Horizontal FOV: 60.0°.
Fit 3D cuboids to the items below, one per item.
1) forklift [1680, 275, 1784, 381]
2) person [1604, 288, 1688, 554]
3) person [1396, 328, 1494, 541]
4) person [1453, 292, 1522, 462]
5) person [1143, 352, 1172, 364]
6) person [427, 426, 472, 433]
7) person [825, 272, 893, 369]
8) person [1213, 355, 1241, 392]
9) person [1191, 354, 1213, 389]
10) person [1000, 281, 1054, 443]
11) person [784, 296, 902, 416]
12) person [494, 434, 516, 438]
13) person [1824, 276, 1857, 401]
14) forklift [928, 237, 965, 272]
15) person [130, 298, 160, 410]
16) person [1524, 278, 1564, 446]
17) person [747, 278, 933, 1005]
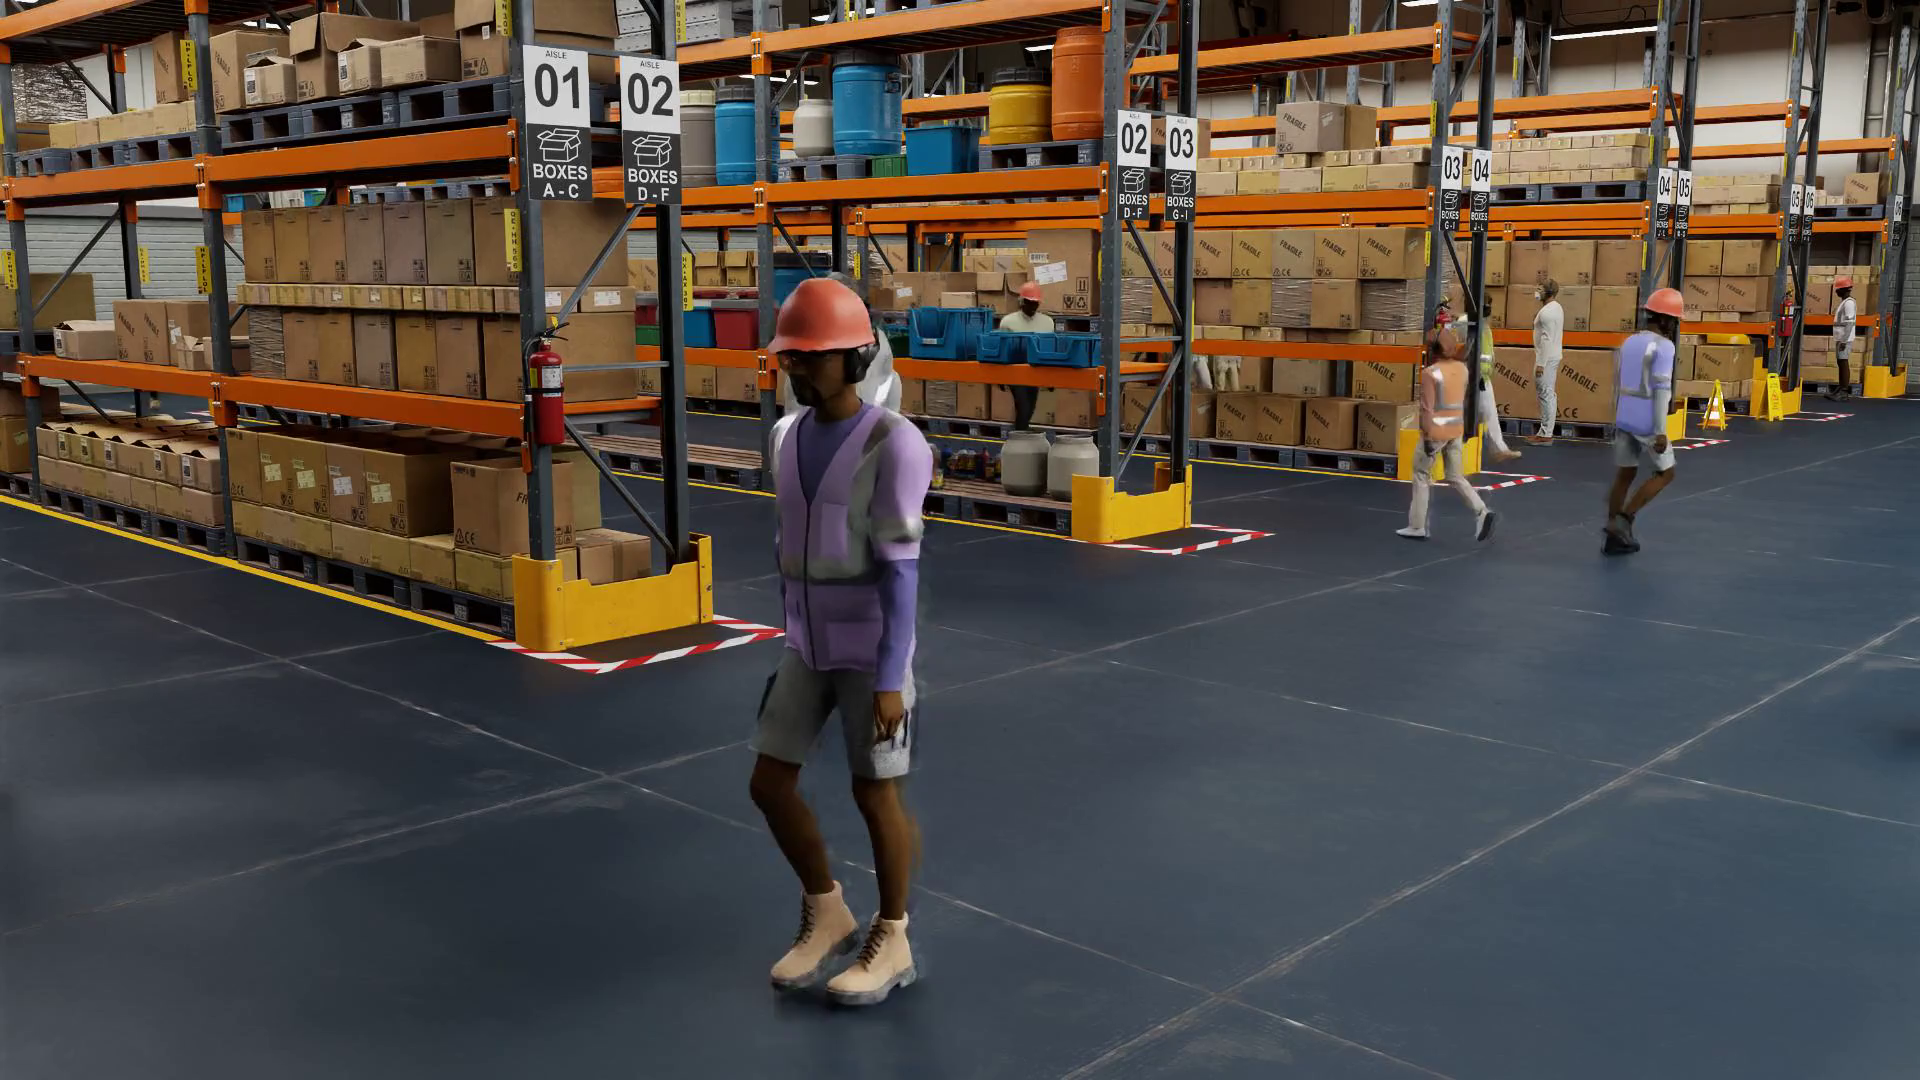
[{"bbox_3d":[12.480,-3.427,27.053,1.214,2.155,2.313,9,13,43],"label":"forklift"},{"bbox_3d":[4.886,-0.832,11.874,0.454,1.909,0.660,-2,9,-13],"label":"person"},{"bbox_3d":[3.666,-0.786,12.495,0.513,1.610,0.705,-6,11,-31],"label":"person"},{"bbox_3d":[5.501,-1.693,17.467,0.872,1.803,0.636,8,12,42],"label":"person"},{"bbox_3d":[2.583,-2.337,20.869,0.621,1.986,1.047,-1,9,-8],"label":"person"},{"bbox_3d":[-4.778,-1.359,15.515,0.950,1.784,0.618,7,12,36],"label":"person"},{"bbox_3d":[-0.809,-0.741,11.056,0.687,2.000,0.535,-7,12,-39],"label":"person"},{"bbox_3d":[3.454,-2.261,21.566,0.508,1.614,0.305,-6,11,-34],"label":"person"},{"bbox_3d":[2.917,-2.253,20.776,0.613,1.851,0.585,-7,12,-37],"label":"person"},{"bbox_3d":[0.686,-1.812,17.871,0.624,1.938,0.934,-3,10,-16],"label":"person"},{"bbox_3d":[-0.565,-0.244,8.219,0.611,1.927,0.926,-1,9,-9],"label":"person"},{"bbox_3d":[-3.462,-0.951,12.874,0.578,1.818,0.731,-9,13,-43],"label":"person"},{"bbox_3d":[13.800,-3.150,26.038,0.374,1.928,0.542,3,10,20],"label":"person"},{"bbox_3d":[-0.326,-5.817,39.609,1.129,2.768,1.873,9,13,43],"label":"forklift"},{"bbox_3d":[-11.907,-2.703,24.068,0.550,1.671,0.655,7,11,36],"label":"person"},{"bbox_3d":[6.848,-2.082,19.460,0.367,1.940,0.634,4,10,25],"label":"person"},{"bbox_3d":[-0.337,0.305,4.576,0.623,2.023,0.543,7,12,38],"label":"person"}]
